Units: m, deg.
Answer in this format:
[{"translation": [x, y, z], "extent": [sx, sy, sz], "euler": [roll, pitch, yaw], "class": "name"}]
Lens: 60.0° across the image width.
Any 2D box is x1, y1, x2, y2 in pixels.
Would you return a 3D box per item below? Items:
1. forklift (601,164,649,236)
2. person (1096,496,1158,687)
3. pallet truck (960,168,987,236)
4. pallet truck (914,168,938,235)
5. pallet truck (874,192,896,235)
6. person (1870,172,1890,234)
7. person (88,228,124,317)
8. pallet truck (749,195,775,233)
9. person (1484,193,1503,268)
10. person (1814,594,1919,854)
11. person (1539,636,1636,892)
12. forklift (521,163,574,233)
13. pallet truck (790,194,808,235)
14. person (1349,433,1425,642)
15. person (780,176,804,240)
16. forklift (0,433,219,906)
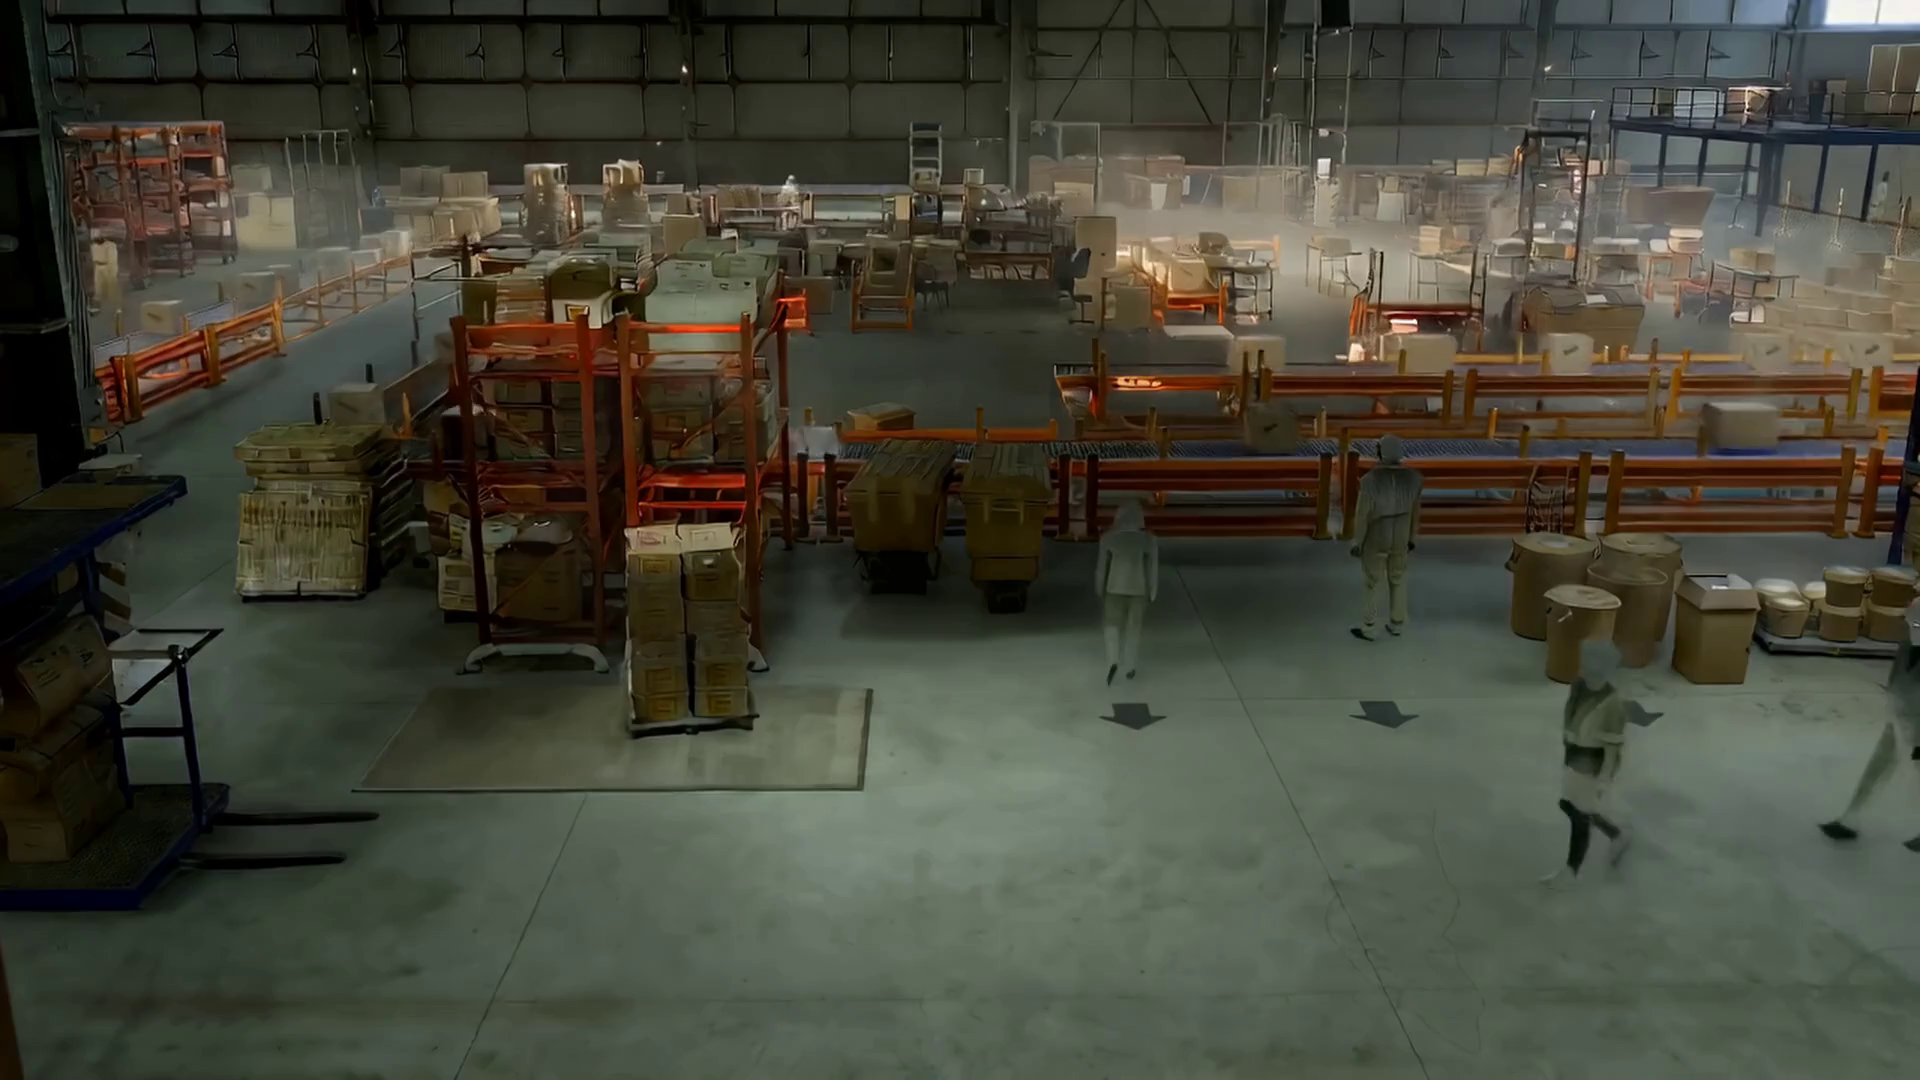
[{"translation": [-9.948, -10.127, 49.296], "extent": [1.157, 1.987, 2.680], "euler": [-1, 16, -3], "class": "forklift"}, {"translation": [1.379, 0.446, 13.775], "extent": [0.513, 1.620, 0.595], "euler": [2, 16, 7], "class": "person"}, {"translation": [0.383, -10.230, 50.206], "extent": [0.823, 1.965, 1.885], "euler": [-1, 16, -3], "class": "pallet truck"}, {"translation": [-0.989, -10.316, 50.507], "extent": [0.823, 1.965, 1.885], "euler": [1, 16, 3], "class": "pallet truck"}, {"translation": [-2.277, -9.986, 50.594], "extent": [0.653, 1.274, 1.630], "euler": [0, 16, -1], "class": "pallet truck"}, {"translation": [27.822, -10.164, 50.201], "extent": [0.614, 1.868, 0.452], "euler": [-10, 19, -31], "class": "person"}, {"translation": [-17.535, -5.467, 34.018], "extent": [0.598, 1.787, 0.914], "euler": [2, 16, 6], "class": "person"}, {"translation": [-6.051, -9.967, 50.660], "extent": [0.680, 1.201, 1.601], "euler": [0, 16, -1], "class": "pallet truck"}, {"translation": [12.837, -7.353, 40.164], "extent": [0.614, 2.017, 0.635], "euler": [11, 19, 33], "class": "person"}, {"translation": [6.134, 1.209, 10.799], "extent": [0.893, 1.786, 0.605], "euler": [-2, 16, -7], "class": "person"}, {"translation": [3.982, 1.389, 10.368], "extent": [0.585, 1.681, 0.542], "euler": [-2, 16, -5], "class": "person"}, {"translation": [-12.233, -10.122, 49.298], "extent": [1.157, 1.987, 2.680], "euler": [0, 16, -1], "class": "forklift"}, {"translation": [-4.814, -9.883, 50.259], "extent": [0.704, 1.261, 1.522], "euler": [-1, 16, -3], "class": "pallet truck"}, {"translation": [3.794, -0.022, 14.894], "extent": [0.642, 1.906, 0.410], "euler": [-5, 17, -15], "class": "person"}, {"translation": [-4.917, -9.672, 48.531], "extent": [1.002, 1.862, 0.643], "euler": [-12, 20, -36], "class": "person"}, {"translation": [-5.952, 0.780, 10.366], "extent": [1.873, 2.768, 1.129], "euler": [0, 16, -1], "class": "forklift"}]
